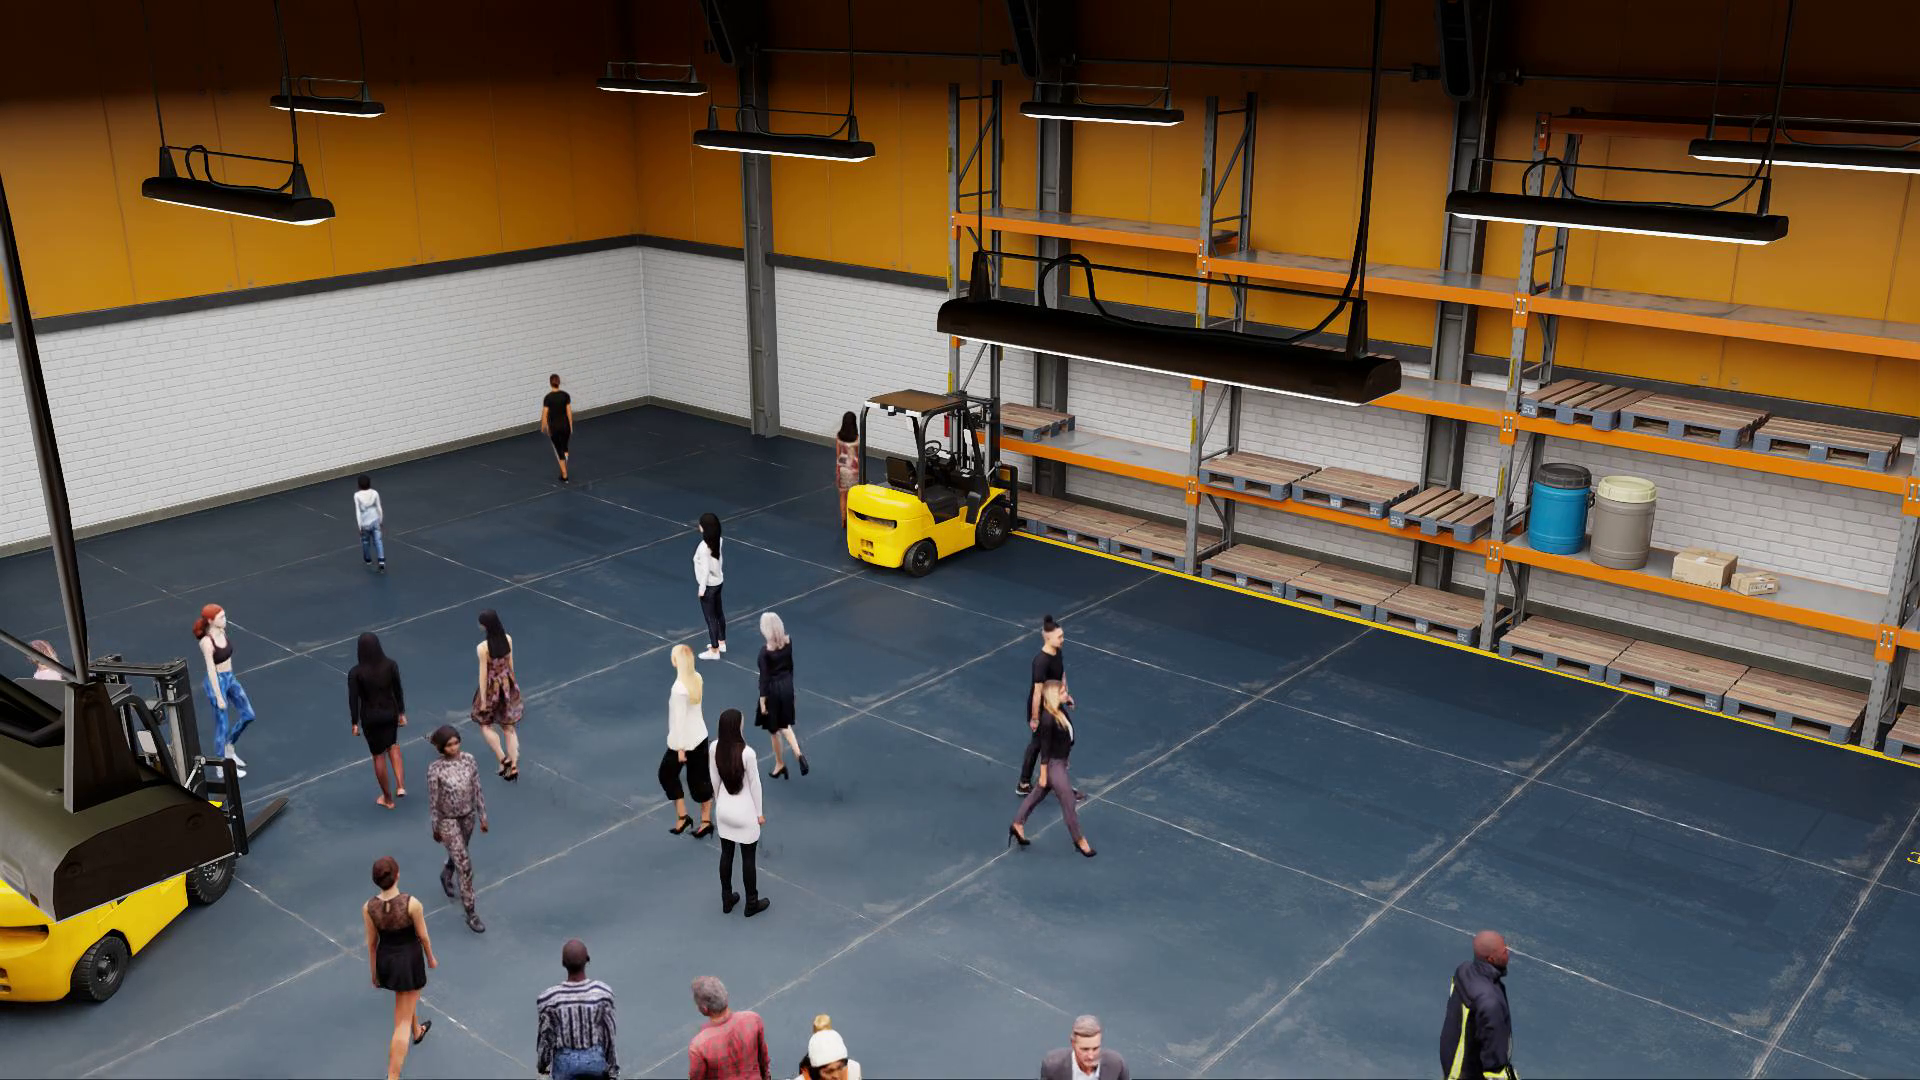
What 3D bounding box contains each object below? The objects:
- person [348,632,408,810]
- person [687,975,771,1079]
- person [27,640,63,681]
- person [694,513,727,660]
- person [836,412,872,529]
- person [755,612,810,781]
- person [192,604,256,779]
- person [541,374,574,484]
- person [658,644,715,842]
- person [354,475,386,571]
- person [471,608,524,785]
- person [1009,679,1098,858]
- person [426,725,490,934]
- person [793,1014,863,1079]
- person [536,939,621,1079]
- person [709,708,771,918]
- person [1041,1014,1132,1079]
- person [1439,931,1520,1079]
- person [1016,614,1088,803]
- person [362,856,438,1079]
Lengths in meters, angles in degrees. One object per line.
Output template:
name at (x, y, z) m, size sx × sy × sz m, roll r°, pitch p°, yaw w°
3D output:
person at (-5.263, 1.670, 15.213) m, size 0.640 × 1.713 × 0.652 m, roll 16°, pitch 24°, yaw 39°
person at (-1.301, 3.434, 9.863) m, size 0.987 × 1.785 × 1.262 m, roll -8°, pitch 20°, yaw -21°
person at (-8.209, 1.689, 15.228) m, size 0.849 × 1.668 × 0.852 m, roll -12°, pitch 22°, yaw -31°
person at (-2.794, 0.501, 18.705) m, size 0.711 × 1.701 × 0.705 m, roll 4°, pitch 19°, yaw 12°
person at (-1.570, -0.956, 23.145) m, size 0.772 × 1.627 × 0.822 m, roll 6°, pitch 19°, yaw 16°
person at (-1.658, 1.511, 15.648) m, size 0.812 × 1.736 × 0.637 m, roll 13°, pitch 22°, yaw 33°
person at (-7.089, 1.442, 15.790) m, size 0.769 × 1.776 × 0.705 m, roll 1°, pitch 19°, yaw 4°
person at (-6.060, -1.679, 25.260) m, size 0.701 × 1.648 × 0.860 m, roll -15°, pitch 23°, yaw -37°
person at (-2.302, 1.809, 14.594) m, size 0.809 × 1.845 × 0.773 m, roll 6°, pitch 20°, yaw 18°
person at (-7.643, -0.217, 21.549) m, size 0.658 × 1.244 × 0.919 m, roll -10°, pitch 21°, yaw -28°
person at (-4.284, 1.500, 15.649) m, size 0.728 × 1.757 × 0.682 m, roll 12°, pitch 22°, yaw 31°
person at (0.720, 1.985, 14.418) m, size 1.109 × 1.623 × 0.907 m, roll 4°, pitch 19°, yaw 13°
person at (-4.115, 2.273, 13.485) m, size 0.665 × 1.672 × 1.154 m, roll -16°, pitch 24°, yaw -39°
person at (-0.820, 3.492, 9.546) m, size 0.838 × 1.877 × 0.995 m, roll -14°, pitch 23°, yaw -35°
person at (-2.310, 3.324, 10.216) m, size 0.937 × 1.766 × 1.085 m, roll -7°, pitch 20°, yaw -20°
person at (-1.820, 2.203, 13.481) m, size 0.565 × 1.809 × 0.722 m, roll 8°, pitch 20°, yaw 23°
person at (0.694, 3.483, 9.695) m, size 1.162 × 1.799 × 1.242 m, roll -4°, pitch 19°, yaw -12°
person at (3.111, 3.268, 10.353) m, size 1.315 × 1.787 × 1.152 m, roll 2°, pitch 19°, yaw 6°
person at (0.706, 1.544, 15.392) m, size 1.047 × 1.838 × 0.918 m, roll 4°, pitch 19°, yaw 11°
person at (-3.871, 2.990, 11.420) m, size 1.110 × 1.633 × 1.019 m, roll 2°, pitch 19°, yaw 7°
